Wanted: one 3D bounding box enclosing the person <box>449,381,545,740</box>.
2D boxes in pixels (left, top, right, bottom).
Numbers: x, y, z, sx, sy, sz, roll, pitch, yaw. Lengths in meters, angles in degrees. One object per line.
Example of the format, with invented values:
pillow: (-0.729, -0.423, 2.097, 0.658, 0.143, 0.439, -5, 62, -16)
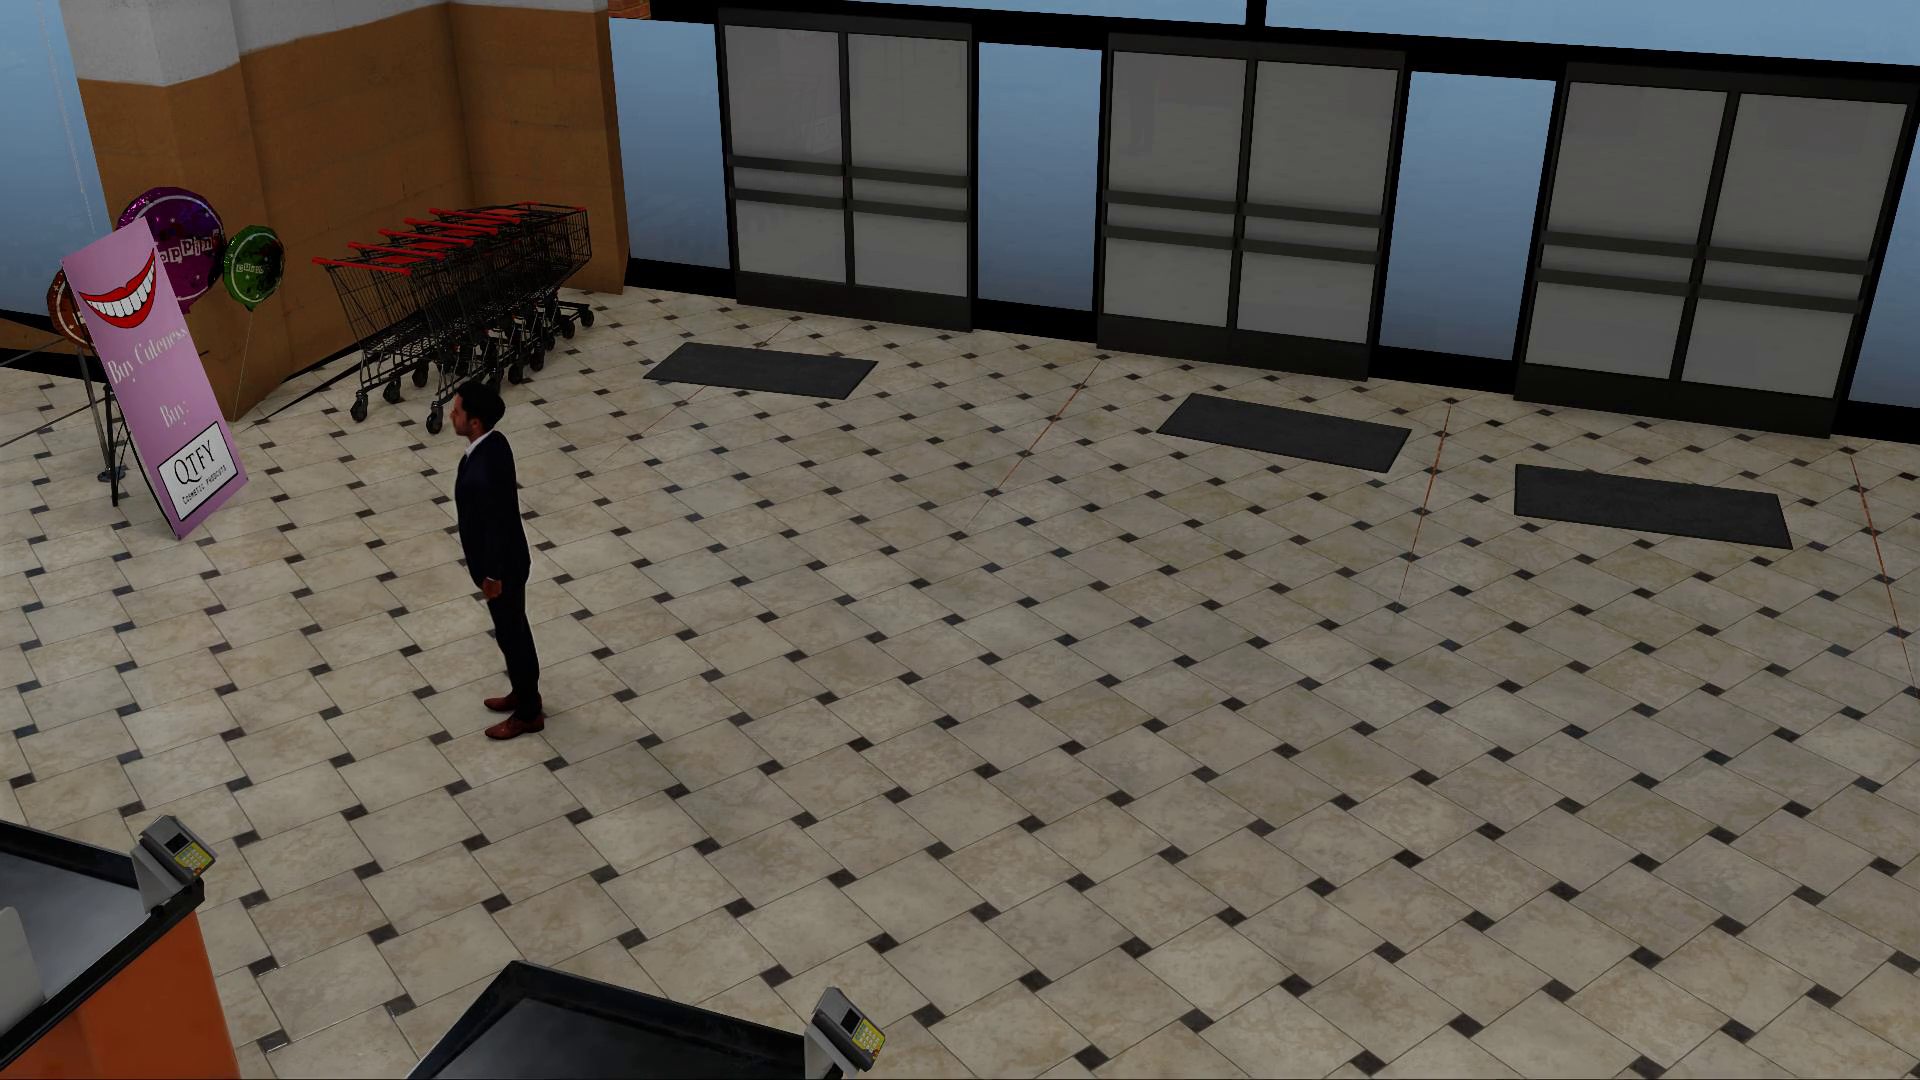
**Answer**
person: (-2.087, 0.092, 7.546, 0.774, 1.727, 0.668, -7, 28, -13)
